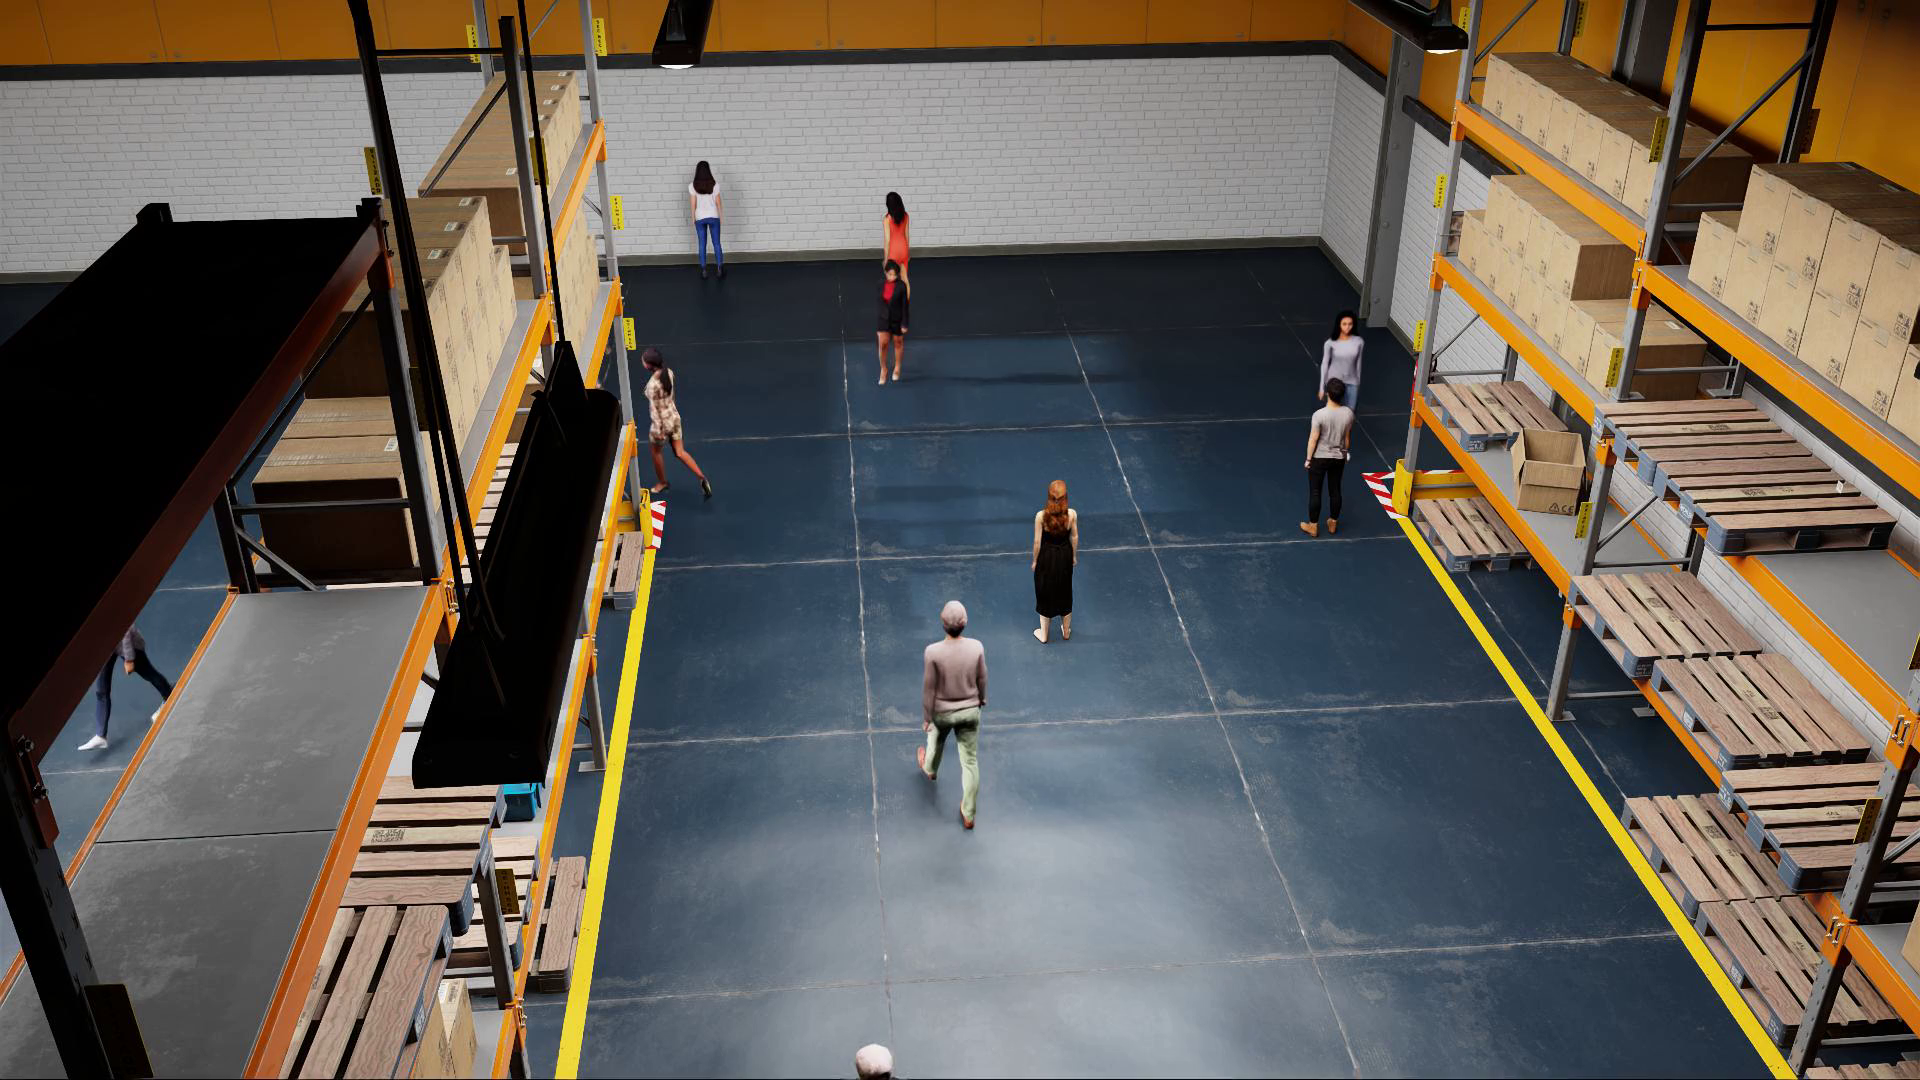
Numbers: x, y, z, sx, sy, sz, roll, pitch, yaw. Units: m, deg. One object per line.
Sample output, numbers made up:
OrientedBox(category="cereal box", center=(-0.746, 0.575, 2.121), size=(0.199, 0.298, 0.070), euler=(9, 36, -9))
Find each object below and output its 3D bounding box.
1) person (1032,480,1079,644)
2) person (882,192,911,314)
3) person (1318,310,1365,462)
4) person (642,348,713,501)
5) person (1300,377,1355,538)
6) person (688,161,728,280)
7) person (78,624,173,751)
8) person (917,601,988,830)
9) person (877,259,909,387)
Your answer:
OrientedBox(category="person", center=(0.857, 0.191, 15.058), size=(0.606, 1.625, 0.609), euler=(-6, 29, -12))
OrientedBox(category="person", center=(-0.849, -3.844, 22.359), size=(0.667, 1.718, 0.696), euler=(-21, 35, -34))
OrientedBox(category="person", center=(4.223, -1.768, 18.546), size=(0.669, 1.724, 0.669), euler=(0, 29, 0))
OrientedBox(category="person", center=(-3.004, -1.166, 17.411), size=(1.000, 1.755, 1.085), euler=(17, 33, 28))
OrientedBox(category="person", center=(3.731, -0.852, 16.866), size=(0.620, 1.724, 0.547), euler=(-5, 29, -9))
OrientedBox(category="person", center=(-3.596, -4.548, 23.686), size=(0.603, 1.683, 0.523), euler=(-1, 29, -2))
OrientedBox(category="person", center=(-6.887, 0.861, 13.772), size=(1.014, 1.681, 1.258), euler=(11, 31, 20))
OrientedBox(category="person", center=(-0.013, 1.383, 12.655), size=(0.792, 1.834, 1.186), euler=(-7, 29, -12))
OrientedBox(category="person", center=(-0.838, -2.664, 20.309), size=(0.681, 1.608, 0.765), euler=(10, 30, 17))
